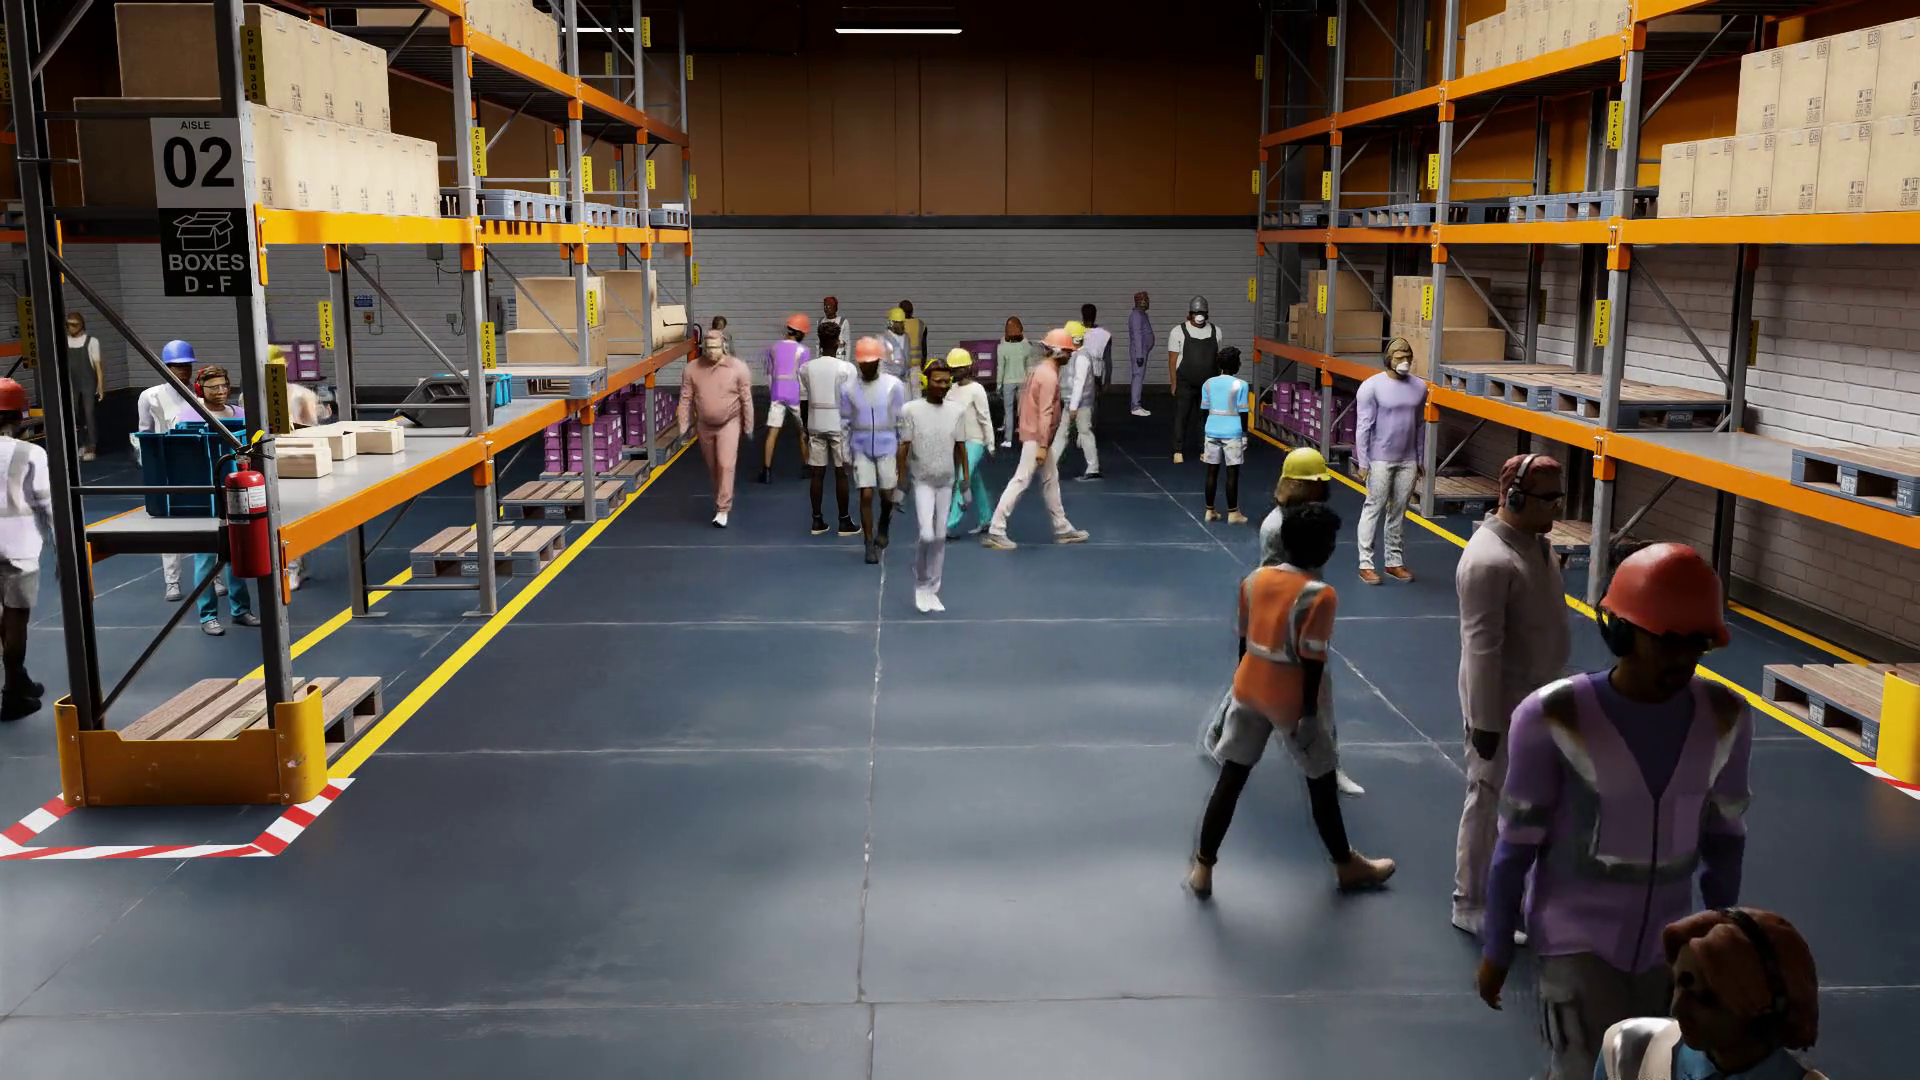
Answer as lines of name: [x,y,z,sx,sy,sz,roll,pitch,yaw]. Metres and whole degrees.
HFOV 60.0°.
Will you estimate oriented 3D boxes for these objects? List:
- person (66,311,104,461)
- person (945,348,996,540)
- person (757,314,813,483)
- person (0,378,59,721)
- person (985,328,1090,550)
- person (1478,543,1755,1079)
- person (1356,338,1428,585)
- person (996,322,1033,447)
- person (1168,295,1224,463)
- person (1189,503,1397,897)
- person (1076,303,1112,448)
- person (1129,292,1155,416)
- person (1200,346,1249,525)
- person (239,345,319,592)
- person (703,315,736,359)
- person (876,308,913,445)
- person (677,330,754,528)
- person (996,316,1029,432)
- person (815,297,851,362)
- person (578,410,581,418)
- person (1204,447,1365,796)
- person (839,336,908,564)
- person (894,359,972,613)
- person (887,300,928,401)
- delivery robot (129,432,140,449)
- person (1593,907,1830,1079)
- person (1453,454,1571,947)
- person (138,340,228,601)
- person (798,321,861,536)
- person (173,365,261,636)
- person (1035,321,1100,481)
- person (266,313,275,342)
person: [-10.840,-1.906,20.546,0.535,1.842,0.499,-1,10,-7]
person: [-0.003,-0.858,15.000,0.876,1.721,0.559,-7,12,-35]
person: [-1.948,-1.579,18.646,0.587,1.885,0.822,3,11,18]
person: [-5.376,0.037,9.496,0.569,1.908,0.719,1,10,3]
person: [0.670,-0.886,14.609,0.954,1.935,0.675,-1,10,-5]
person: [1.610,0.947,4.214,0.623,2.003,0.946,-2,10,-8]
person: [3.391,-0.619,13.080,0.635,1.937,0.352,-4,11,-22]
person: [0.713,-2.026,21.766,0.499,1.633,0.279,-3,11,-15]
person: [2.886,-1.943,20.171,0.684,2.000,0.536,-1,10,-8]
person: [1.327,0.654,6.813,0.799,1.639,0.582,-7,12,-34]
person: [1.657,-2.084,21.354,0.617,1.896,0.506,0,10,1]
person: [2.810,-2.882,25.767,0.409,1.912,0.649,1,10,7]
person: [2.526,-0.995,15.837,0.322,1.699,0.536,-10,14,-44]
person: [-5.276,-0.556,12.834,0.605,1.893,0.697,2,10,9]
person: [-3.472,-2.446,24.117,0.529,1.623,0.372,-9,14,-42]
person: [-0.834,-2.142,21.951,0.601,1.817,0.439,-9,14,-41]
person: [-2.321,-1.053,15.739,0.670,1.847,0.977,2,10,9]
person: [0.748,-2.340,23.509,0.500,1.636,0.286,8,13,37]
person: [-1.865,-2.610,24.324,0.585,1.882,0.337,6,12,29]
person: [-5.355,-2.376,22.712,0.617,1.994,0.381,-5,11,-27]
person: [1.589,0.370,8.254,0.497,1.702,0.897,-9,13,-40]
person: [-0.723,-0.762,13.945,0.577,1.913,0.614,0,10,-1]
person: [-0.187,-0.378,11.974,0.559,1.850,0.489,-4,11,-20]
person: [-0.782,-2.533,24.015,0.624,1.844,0.429,-4,11,-21]
delivery robot: [-9.494,-1.184,19.822,0.707,0.478,0.477,-6,12,-29]
person: [1.253,1.383,2.770,0.314,1.636,0.516,-8,13,-36]
person: [2.123,0.606,6.394,0.401,1.894,0.653,7,12,34]
person: [-5.832,-0.526,12.526,0.614,1.950,0.375,-7,12,-34]
person: [-1.178,-1.014,15.202,0.607,1.966,0.367,4,11,21]
person: [-5.104,-0.282,11.456,0.377,1.844,0.570,6,12,32]
person: [1.192,-1.537,18.591,0.824,1.792,0.621,-1,10,-8]
person: [-10.979,-2.936,26.161,0.952,1.884,0.596,2,10,9]
